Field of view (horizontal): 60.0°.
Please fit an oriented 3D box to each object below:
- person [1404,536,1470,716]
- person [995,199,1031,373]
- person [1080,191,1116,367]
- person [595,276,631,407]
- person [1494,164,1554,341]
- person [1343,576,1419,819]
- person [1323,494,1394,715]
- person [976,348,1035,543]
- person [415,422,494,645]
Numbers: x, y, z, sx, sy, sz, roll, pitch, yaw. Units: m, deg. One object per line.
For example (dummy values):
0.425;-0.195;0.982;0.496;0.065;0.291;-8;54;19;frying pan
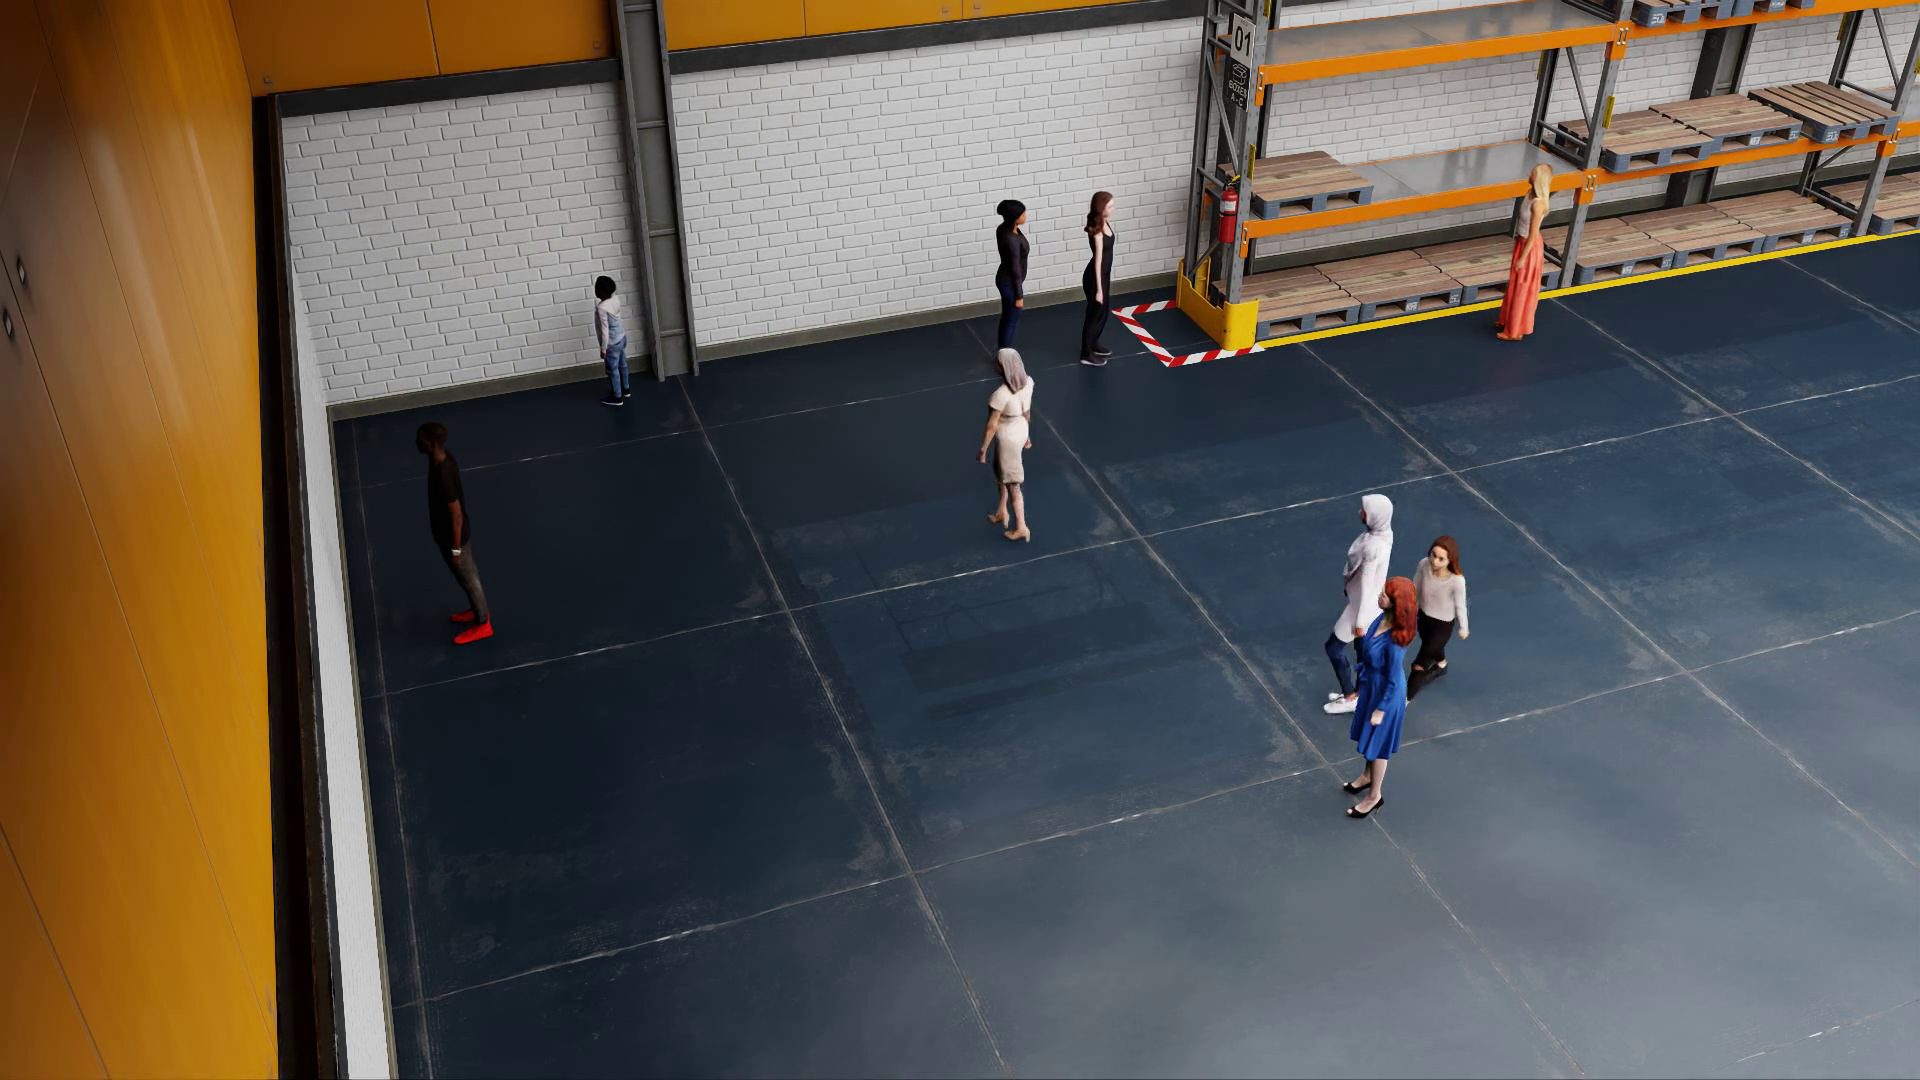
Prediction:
3.324;0.551;11.533;1.137;1.428;0.808;-23;40;-31;person
0.459;-2.384;15.660;0.595;1.748;0.660;-5;34;-8;person
1.298;-2.501;15.841;0.692;1.742;0.673;7;34;11;person
-3.205;-1.851;15.298;0.624;1.261;0.570;12;35;17;person
5.552;-2.818;16.264;0.754;1.802;0.728;7;34;11;person
2.666;0.995;10.504;0.729;1.828;0.712;5;34;8;person
2.839;0.473;11.344;0.766;1.766;0.697;15;37;22;person
0.473;-0.702;13.152;0.844;1.722;0.786;21;39;29;person
-3.686;-0.069;12.126;0.521;1.804;0.643;-11;35;-15;person
